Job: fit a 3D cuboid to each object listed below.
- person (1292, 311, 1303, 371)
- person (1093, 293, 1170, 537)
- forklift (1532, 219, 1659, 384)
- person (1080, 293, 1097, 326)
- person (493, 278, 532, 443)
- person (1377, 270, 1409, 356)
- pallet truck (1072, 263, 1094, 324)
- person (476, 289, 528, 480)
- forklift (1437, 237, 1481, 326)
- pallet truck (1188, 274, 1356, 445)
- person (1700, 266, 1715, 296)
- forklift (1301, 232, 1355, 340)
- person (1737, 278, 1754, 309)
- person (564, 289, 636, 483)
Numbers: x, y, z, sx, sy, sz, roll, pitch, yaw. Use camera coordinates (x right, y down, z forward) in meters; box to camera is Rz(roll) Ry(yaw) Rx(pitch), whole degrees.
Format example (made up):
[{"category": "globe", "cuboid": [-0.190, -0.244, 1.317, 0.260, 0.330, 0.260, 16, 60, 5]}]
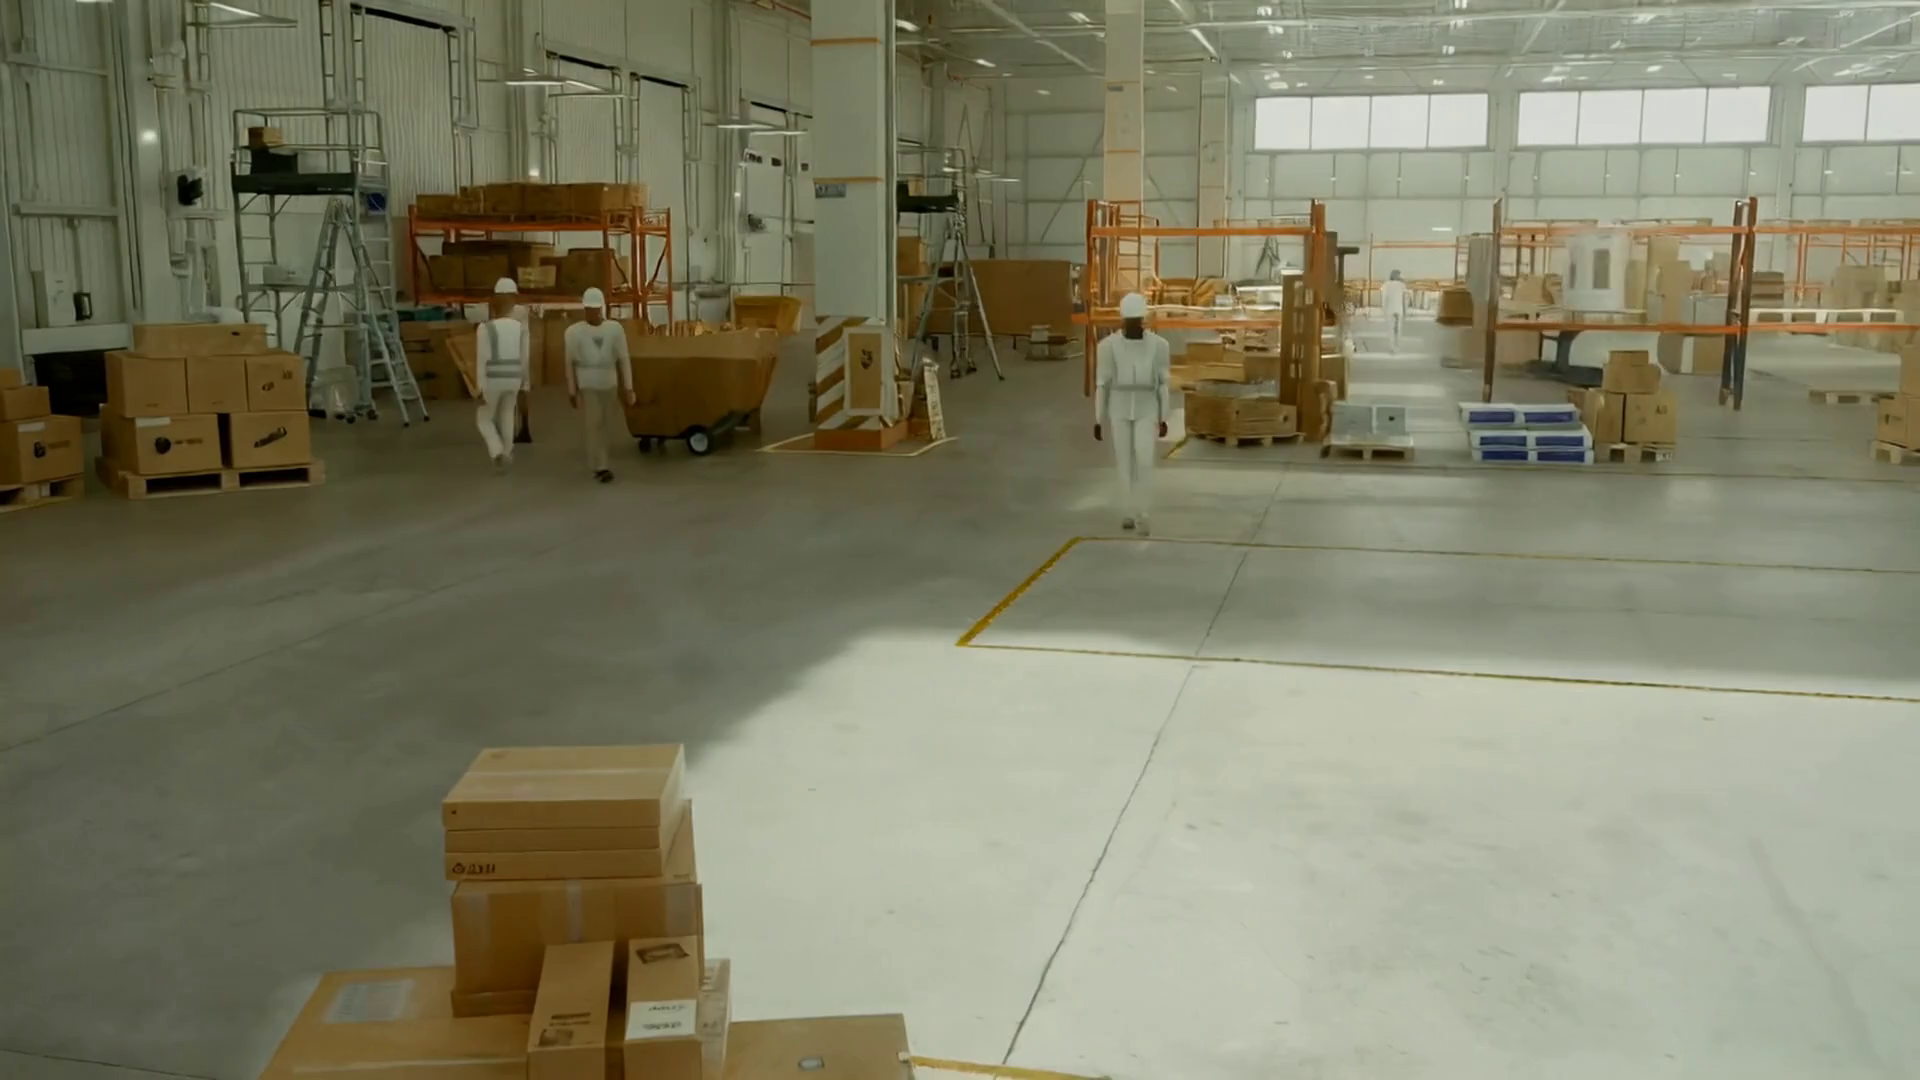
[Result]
[{"category": "person", "cuboid": [6.610, -4.100, 31.923, 0.335, 1.735, 0.484, 6, 11, 33]}, {"category": "person", "cuboid": [1.341, -0.967, 12.992, 0.607, 1.884, 0.903, 1, 10, 4]}, {"category": "forklift", "cuboid": [11.074, -4.138, 28.767, 1.129, 2.768, 1.873, -4, 11, -24]}, {"category": "person", "cuboid": [4.192, -7.619, 52.881, 0.602, 1.646, 0.568, 5, 11, 27]}, {"category": "person", "cuboid": [-5.300, -2.109, 19.591, 0.551, 1.937, 0.357, 5, 11, 27]}, {"category": "person", "cuboid": [9.611, -5.048, 37.032, 0.630, 1.892, 0.958, 0, 10, 0]}, {"category": "pallet truck", "cuboid": [4.325, -8.180, 55.162, 0.823, 1.965, 1.885, 6, 11, 31]}, {"category": "person", "cuboid": [-4.488, -1.516, 16.303, 0.421, 1.866, 0.579, 9, 13, 43]}, {"category": "forklift", "cuboid": [16.111, -8.150, 52.391, 1.873, 2.768, 1.129, 1, 10, 8]}, {"category": "pallet truck", "cuboid": [3.653, -2.138, 19.590, 1.885, 1.965, 0.823, -4, 10, -20]}, {"category": "person", "cuboid": [22.812, -7.402, 50.808, 0.362, 1.929, 0.629, 6, 11, 30]}, {"category": "forklift", "cuboid": [9.261, -6.579, 43.143, 1.873, 2.768, 1.129, -7, 12, -36]}, {"category": "person", "cuboid": [24.553, -7.564, 51.914, 0.867, 1.918, 0.559, -2, 10, -13]}, {"category": "person", "cuboid": [-3.533, -1.510, 16.267, 0.603, 1.873, 1.016, -5, 11, -27]}]
